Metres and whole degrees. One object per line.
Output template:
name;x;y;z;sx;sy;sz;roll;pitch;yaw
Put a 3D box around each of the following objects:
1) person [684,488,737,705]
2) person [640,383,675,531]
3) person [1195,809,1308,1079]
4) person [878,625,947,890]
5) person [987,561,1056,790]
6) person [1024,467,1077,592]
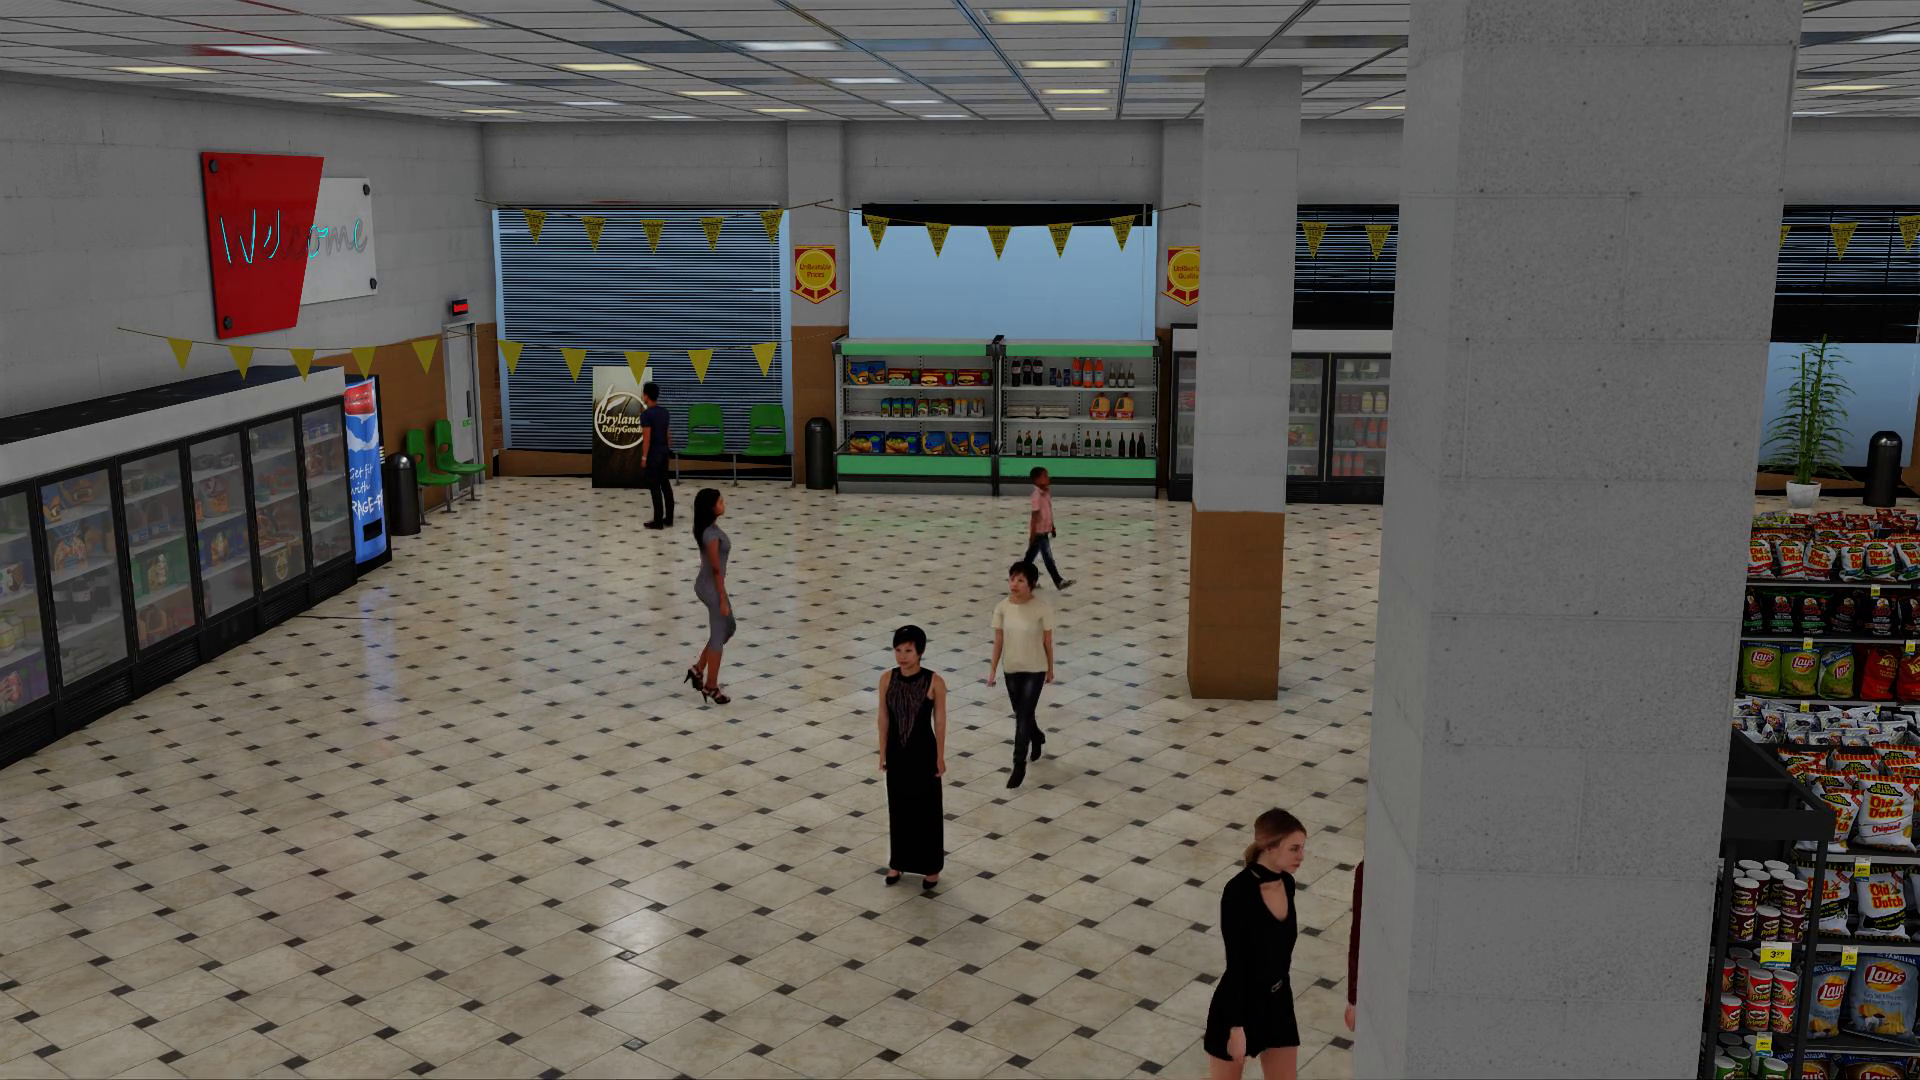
person;-2.058;0.470;13.263;0.785;1.768;0.726;-4;13;-18
person;-3.705;-1.031;20.338;0.691;1.788;0.724;7;14;30
person;1.108;1.887;6.604;1.025;1.738;1.036;-8;14;-33
person;-0.271;1.274;9.847;0.516;1.601;0.675;3;12;15
person;0.484;0.915;11.681;1.029;1.548;0.912;7;14;28
person;0.770;-0.100;17.171;0.928;1.271;0.678;4;13;20
